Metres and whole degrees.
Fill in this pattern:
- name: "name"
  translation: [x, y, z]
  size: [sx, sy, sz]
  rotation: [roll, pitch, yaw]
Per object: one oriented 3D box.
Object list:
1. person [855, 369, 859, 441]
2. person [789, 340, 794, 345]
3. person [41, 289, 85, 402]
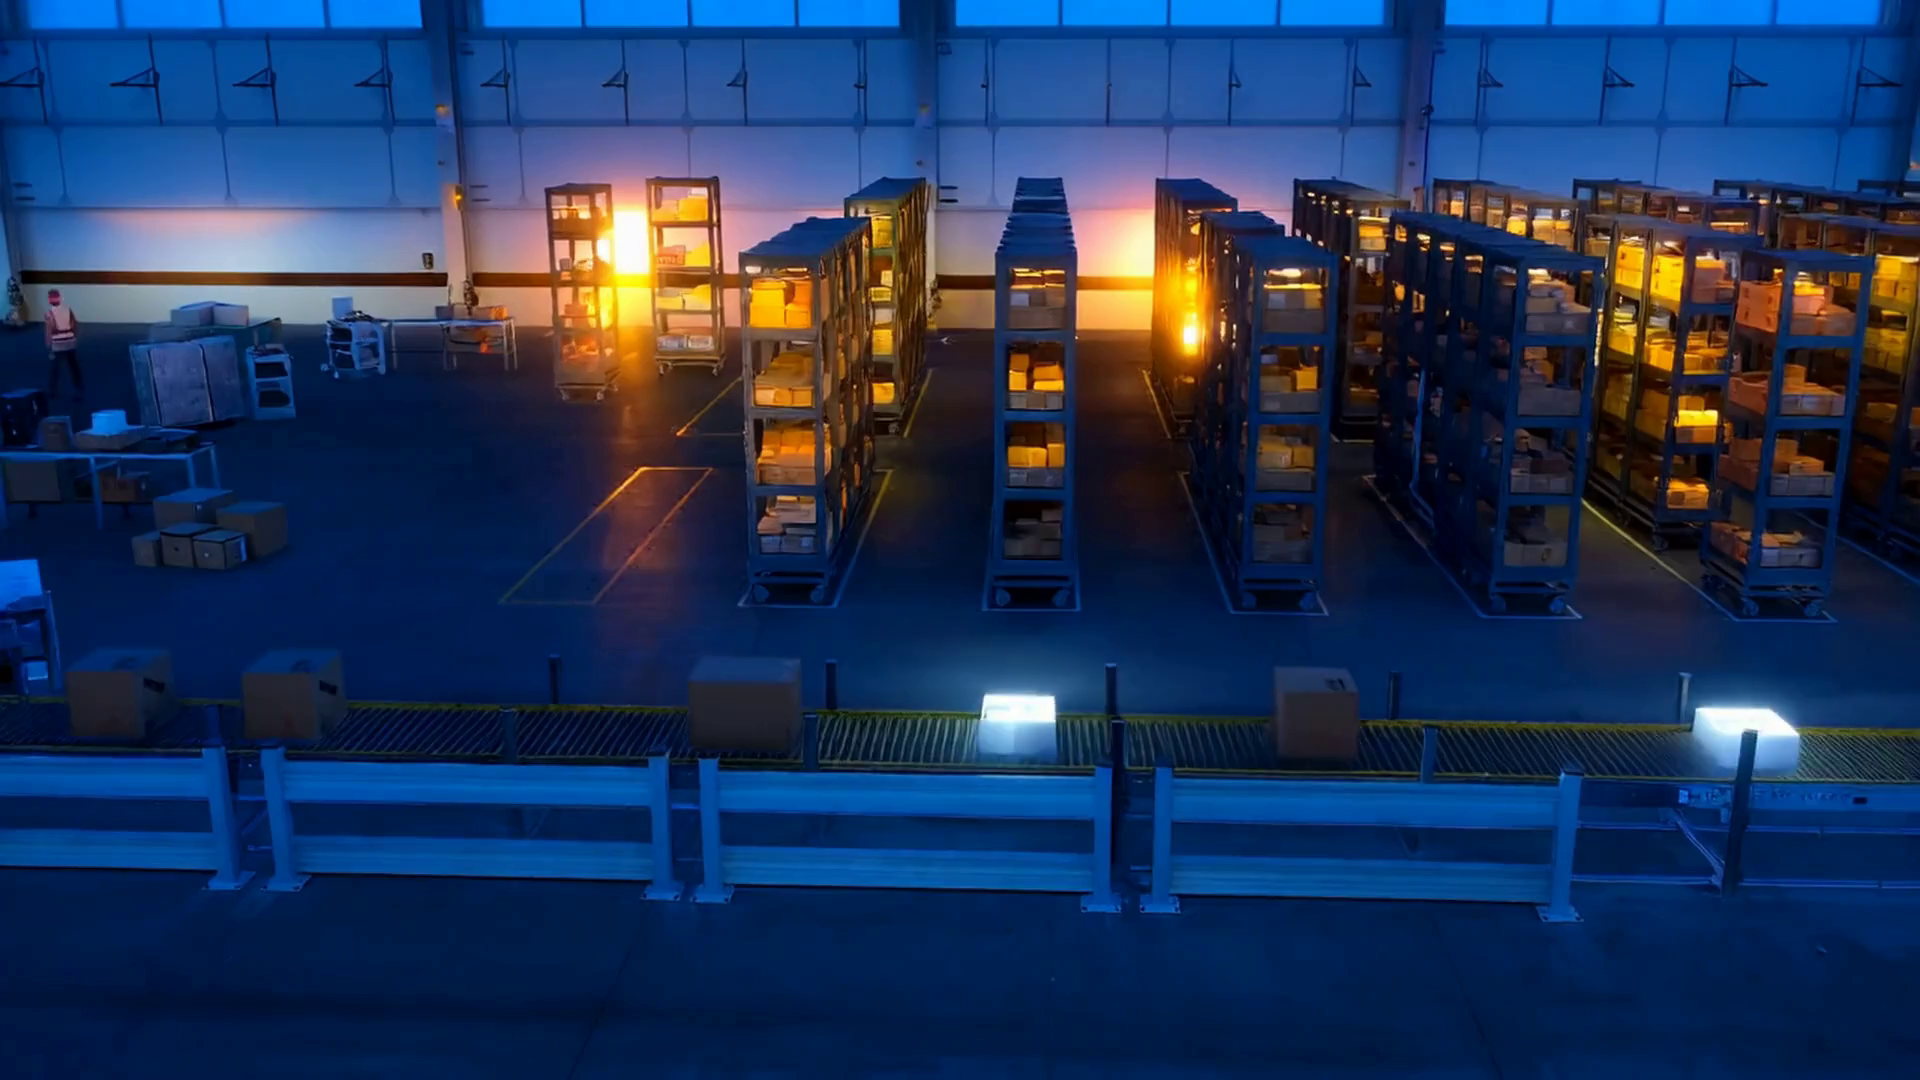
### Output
- name: "person"
  translation: [-1.457, -1.744, 22.271]
  size: [0.490, 1.973, 0.639]
  rotation: [-4, 16, -13]
- name: "person"
  translation: [-2.830, -3.561, 29.289]
  size: [0.601, 1.827, 0.403]
  rotation: [13, 20, 40]
- name: "person"
  translation: [-15.264, -3.307, 28.230]
  size: [1.038, 1.885, 0.604]
  rotation: [12, 19, 38]
